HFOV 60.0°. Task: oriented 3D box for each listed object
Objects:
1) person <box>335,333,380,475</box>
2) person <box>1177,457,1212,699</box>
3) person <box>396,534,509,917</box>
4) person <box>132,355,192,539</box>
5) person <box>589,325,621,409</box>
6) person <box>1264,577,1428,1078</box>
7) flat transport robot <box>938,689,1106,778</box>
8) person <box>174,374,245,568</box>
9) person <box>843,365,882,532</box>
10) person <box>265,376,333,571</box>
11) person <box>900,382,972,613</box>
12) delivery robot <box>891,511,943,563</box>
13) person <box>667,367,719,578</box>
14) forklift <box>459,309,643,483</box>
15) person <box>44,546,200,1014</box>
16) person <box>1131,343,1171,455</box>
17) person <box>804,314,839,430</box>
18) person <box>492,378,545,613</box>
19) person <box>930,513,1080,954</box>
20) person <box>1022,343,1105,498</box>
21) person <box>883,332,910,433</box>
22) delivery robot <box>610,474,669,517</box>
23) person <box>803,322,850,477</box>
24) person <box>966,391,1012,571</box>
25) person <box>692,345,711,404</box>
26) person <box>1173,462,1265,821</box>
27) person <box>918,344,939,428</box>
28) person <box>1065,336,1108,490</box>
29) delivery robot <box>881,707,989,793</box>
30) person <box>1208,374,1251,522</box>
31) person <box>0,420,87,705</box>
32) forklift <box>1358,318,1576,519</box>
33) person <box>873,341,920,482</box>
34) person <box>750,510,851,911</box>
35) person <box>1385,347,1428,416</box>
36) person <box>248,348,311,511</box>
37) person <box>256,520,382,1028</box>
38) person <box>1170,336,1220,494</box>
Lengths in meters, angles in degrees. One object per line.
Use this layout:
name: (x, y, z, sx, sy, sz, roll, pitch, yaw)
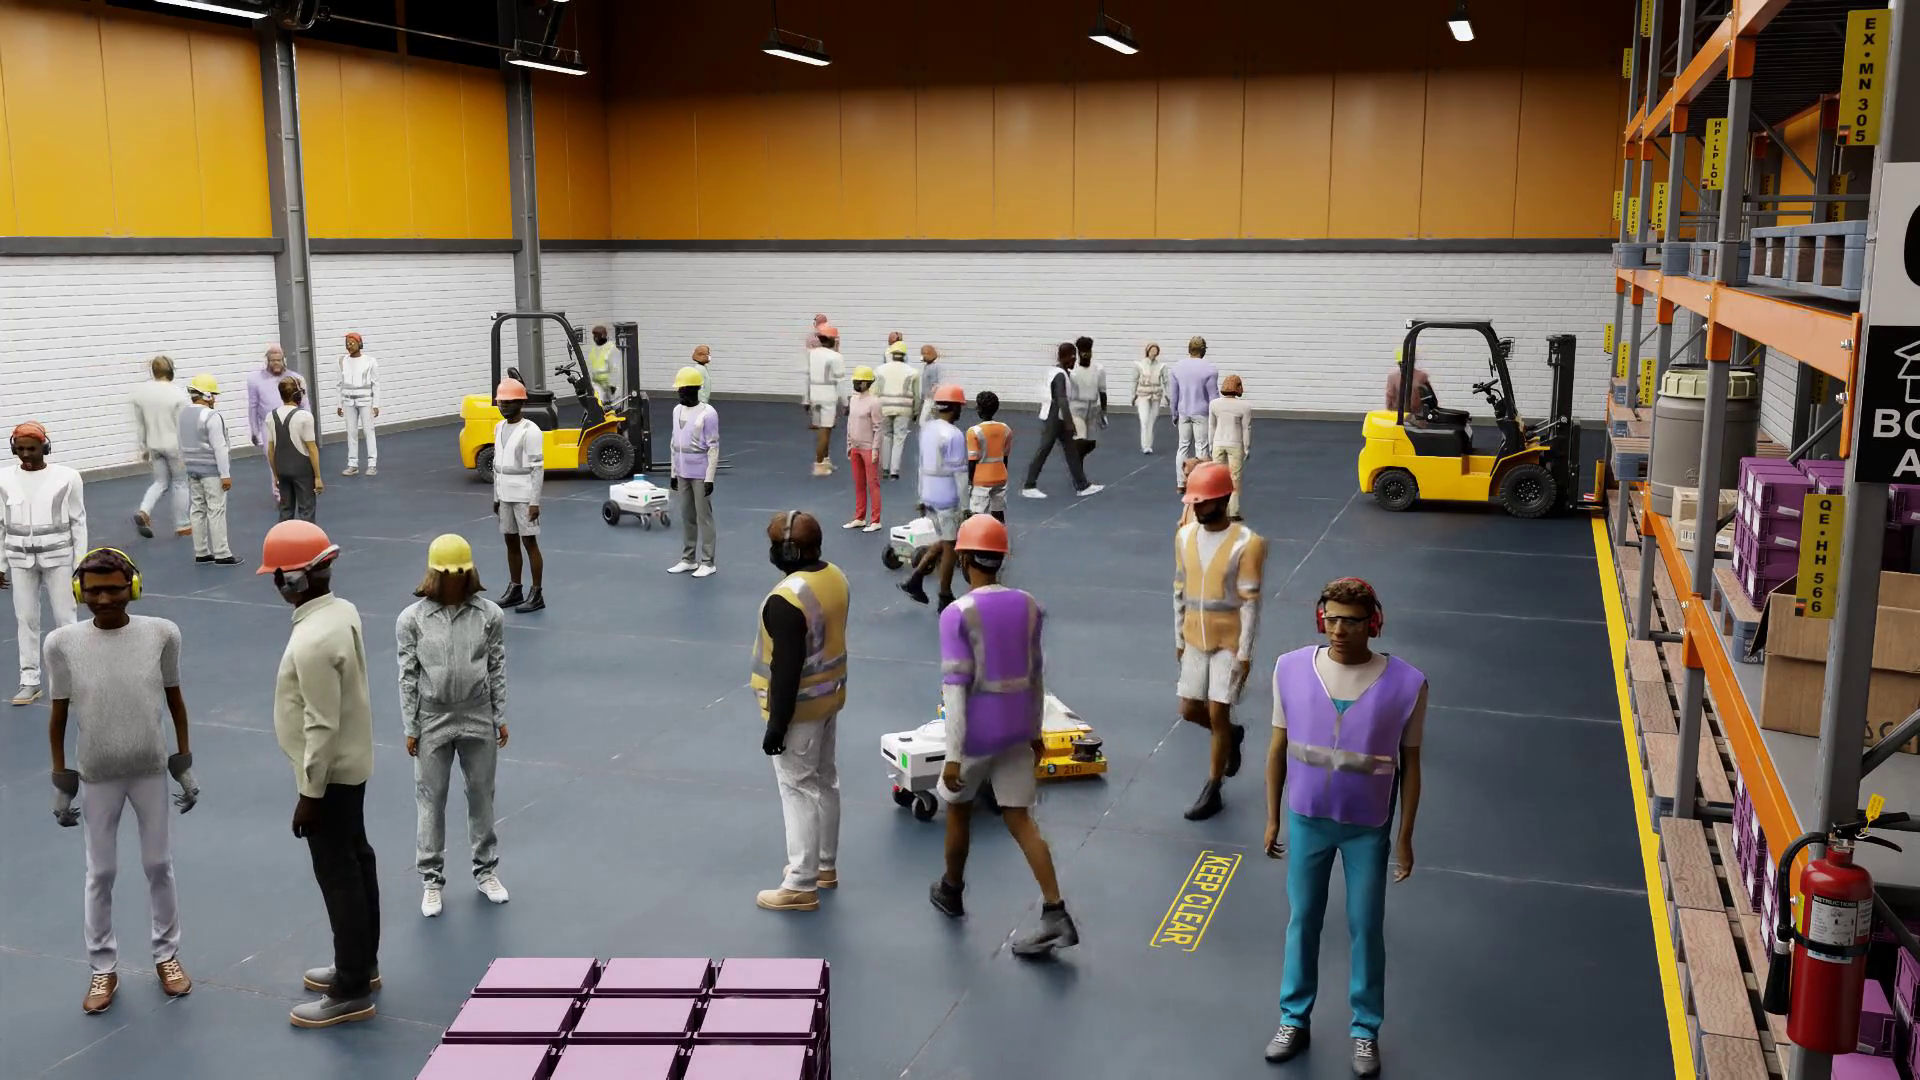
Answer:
person: (-7.942, -1.787, 21.929, 0.583, 1.882, 0.350, 1, 10, 3)
person: (1.634, 0.247, 11.195, 0.320, 1.628, 0.515, -2, 10, -11)
person: (-2.296, 0.830, 7.585, 0.486, 1.744, 0.296, -6, 12, -29)
person: (-8.141, -0.929, 17.013, 0.630, 1.922, 0.671, 2, 10, 12)
person: (-5.538, -2.491, 26.196, 0.625, 1.790, 1.004, 5, 11, 26)
person: (1.407, 1.036, 6.132, 0.566, 1.846, 0.386, 4, 11, 22)
flat transport robot: (0.346, 1.130, 10.041, 0.652, 0.197, 1.431, -2, 10, -14)
person: (-7.089, -0.649, 15.692, 0.588, 1.823, 0.403, 5, 11, 27)
person: (-1.025, -0.971, 17.652, 0.305, 1.772, 0.525, -9, 13, -41)
person: (-6.081, -0.582, 15.244, 0.504, 1.847, 0.344, 3, 10, 14)
person: (-0.148, -0.339, 13.691, 0.515, 1.913, 0.572, -5, 11, -27)
delivery robot: (-0.305, -0.039, 15.557, 0.707, 0.478, 0.477, -10, 14, -43)
person: (-2.451, -0.624, 15.254, 0.588, 1.927, 0.365, 8, 13, 39)
forklift: (-5.354, -1.902, 21.697, 2.313, 2.155, 1.214, -2, 10, -13)
person: (-3.330, 0.938, 6.632, 0.535, 1.864, 0.309, -6, 12, -29)
person: (2.782, -2.023, 24.015, 0.550, 1.599, 0.796, -1, 10, -7)
person: (-2.297, -2.768, 27.388, 0.651, 1.906, 0.409, -8, 13, -38)
person: (-3.681, -0.368, 13.772, 0.551, 1.940, 0.349, 7, 12, 35)
person: (0.167, 0.838, 7.214, 0.602, 1.882, 0.958, -6, 12, -32)
person: (1.223, -1.424, 19.933, 1.014, 1.861, 0.621, 2, 10, 9)
person: (-1.041, -2.536, 26.830, 0.308, 1.640, 0.511, -10, 14, -44)
delivery robot: (-3.467, -0.468, 17.975, 0.707, 0.478, 0.477, 9, 14, 42)
person: (-1.714, -1.844, 21.867, 0.633, 2.012, 0.763, 7, 12, 36)
person: (0.250, -0.529, 15.372, 0.535, 1.697, 0.318, -10, 14, -43)
person: (-3.600, -1.909, 23.313, 0.279, 1.634, 0.498, -1, 10, -7)
person: (1.408, 0.514, 8.909, 0.541, 1.913, 0.641, 8, 13, 39)
person: (-0.457, -1.984, 23.788, 0.359, 1.623, 0.503, -2, 10, -11)
person: (1.479, -1.591, 20.681, 0.618, 1.931, 0.717, -5, 11, -25)
delivery robot: (-0.057, 1.137, 8.933, 0.707, 0.478, 0.477, -5, 11, -24)
person: (2.955, -1.005, 18.257, 0.493, 1.624, 0.280, 6, 11, 28)
person: (-6.085, 0.150, 11.011, 0.573, 1.887, 0.356, -3, 10, -14)
forklift: (5.787, -1.437, 19.079, 2.313, 2.155, 1.214, 3, 11, 19)
person: (-0.805, -1.673, 21.528, 0.606, 1.793, 0.784, 2, 10, 11)
person: (-0.740, 0.773, 7.632, 0.429, 1.843, 0.627, 3, 11, 17)
person: (5.757, -1.624, 21.445, 0.546, 1.724, 0.470, 3, 10, 15)
person: (-7.893, -1.308, 19.332, 0.659, 1.863, 0.977, -6, 12, -29)
person: (-2.491, 0.900, 6.502, 0.391, 1.987, 0.608, -2, 10, -9)
person: (2.847, -1.502, 20.163, 0.635, 1.938, 0.354, 7, 12, 34)
